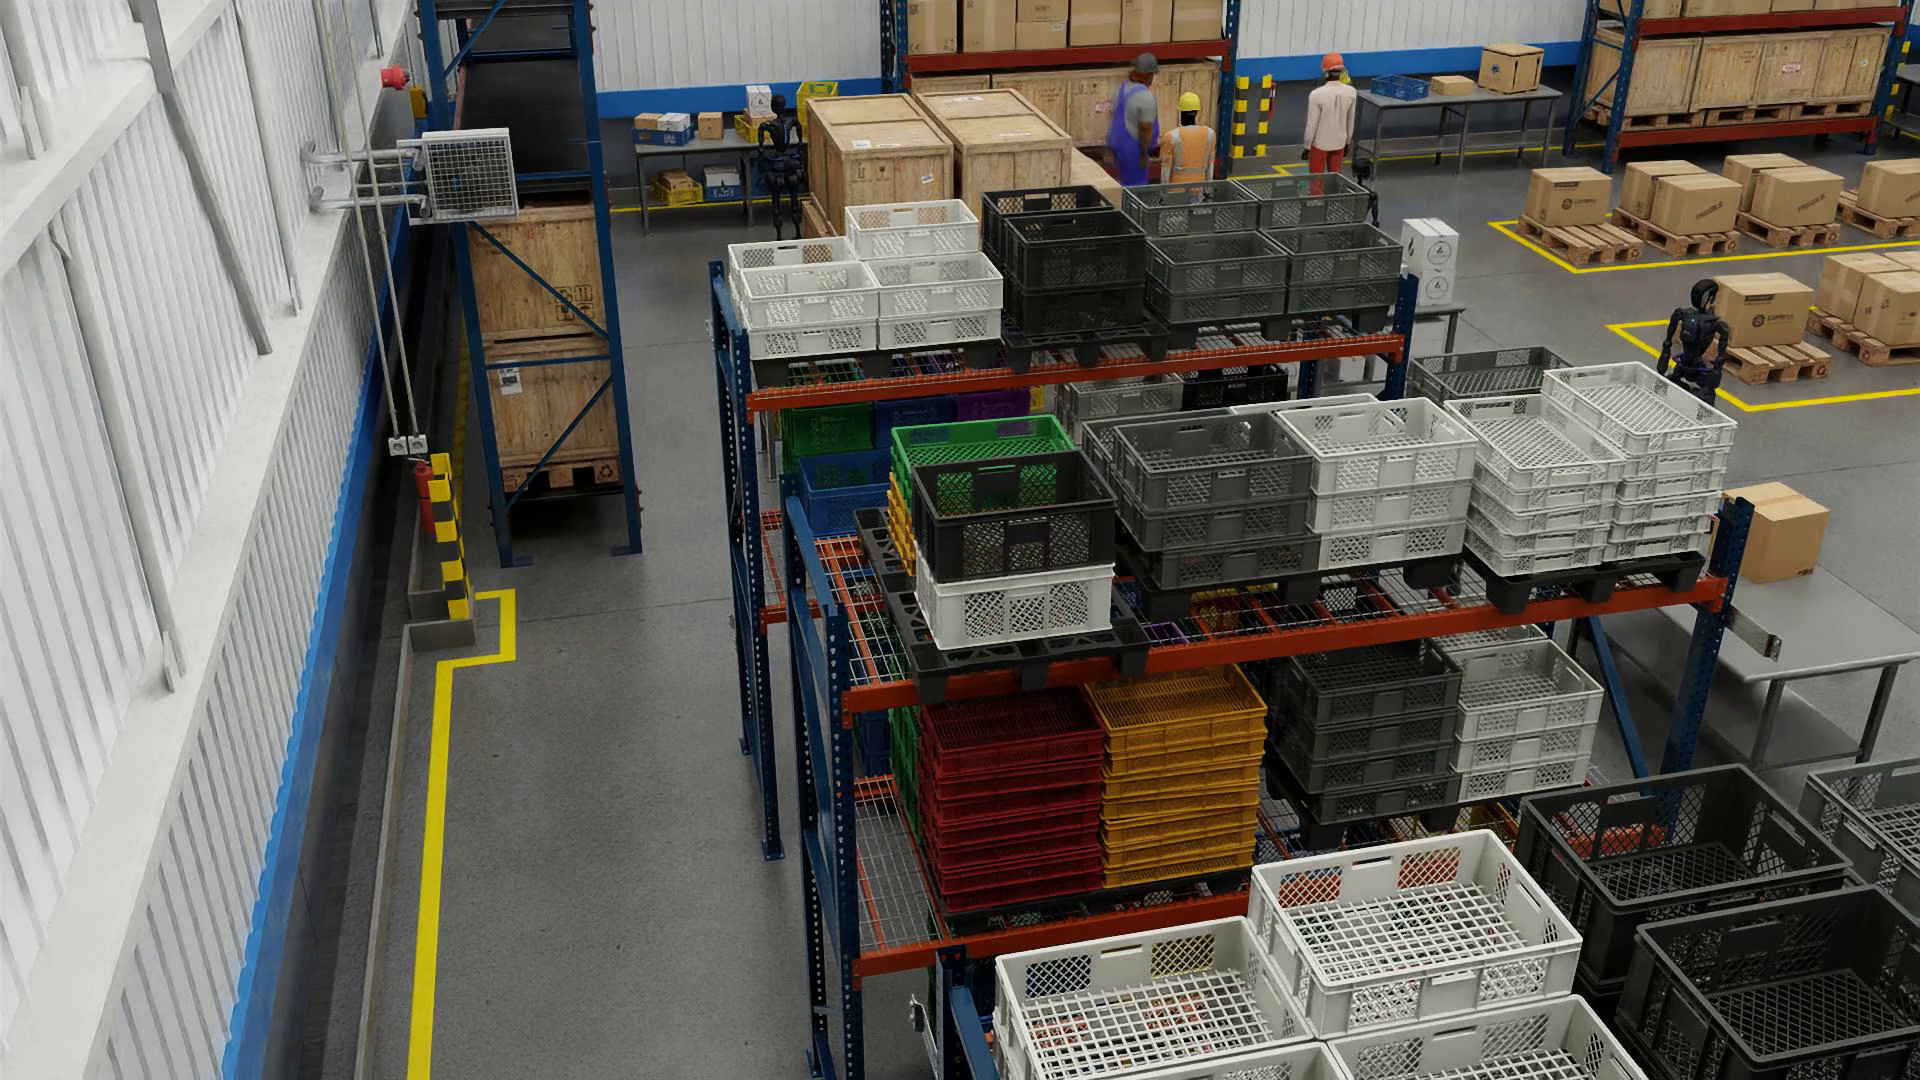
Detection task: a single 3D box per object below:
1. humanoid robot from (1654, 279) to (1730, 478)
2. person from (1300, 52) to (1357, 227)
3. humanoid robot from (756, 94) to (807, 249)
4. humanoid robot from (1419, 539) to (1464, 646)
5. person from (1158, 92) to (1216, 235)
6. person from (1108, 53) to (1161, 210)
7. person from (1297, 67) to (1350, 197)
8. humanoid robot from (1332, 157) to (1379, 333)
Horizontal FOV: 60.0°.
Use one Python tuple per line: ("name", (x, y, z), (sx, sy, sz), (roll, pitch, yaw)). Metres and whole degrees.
("humanoid robot", (5.620, -1.210, 12.830), (0.326, 1.652, 0.555), (-16, 32, -28))
("person", (4.100, -4.440, 18.623), (0.622, 1.989, 0.398), (-11, 30, -19))
("humanoid robot", (-1.948, -4.041, 18.188), (0.589, 1.657, 0.327), (-16, 32, -28))
("humanoid robot", (3.103, -0.033, 10.584), (0.612, 1.657, 0.317), (-23, 36, -37))
("person", (2.328, -3.654, 17.214), (0.586, 1.919, 0.398), (-9, 29, -17))
("person", (1.865, -4.415, 18.524), (0.741, 2.000, 0.698), (-12, 30, -22))
("person", (4.322, -4.735, 19.489), (0.703, 1.695, 0.536), (-5, 28, -9))
("humanoid robot", (3.769, -2.830, 15.888), (0.327, 1.660, 0.589), (-16, 32, -28))
